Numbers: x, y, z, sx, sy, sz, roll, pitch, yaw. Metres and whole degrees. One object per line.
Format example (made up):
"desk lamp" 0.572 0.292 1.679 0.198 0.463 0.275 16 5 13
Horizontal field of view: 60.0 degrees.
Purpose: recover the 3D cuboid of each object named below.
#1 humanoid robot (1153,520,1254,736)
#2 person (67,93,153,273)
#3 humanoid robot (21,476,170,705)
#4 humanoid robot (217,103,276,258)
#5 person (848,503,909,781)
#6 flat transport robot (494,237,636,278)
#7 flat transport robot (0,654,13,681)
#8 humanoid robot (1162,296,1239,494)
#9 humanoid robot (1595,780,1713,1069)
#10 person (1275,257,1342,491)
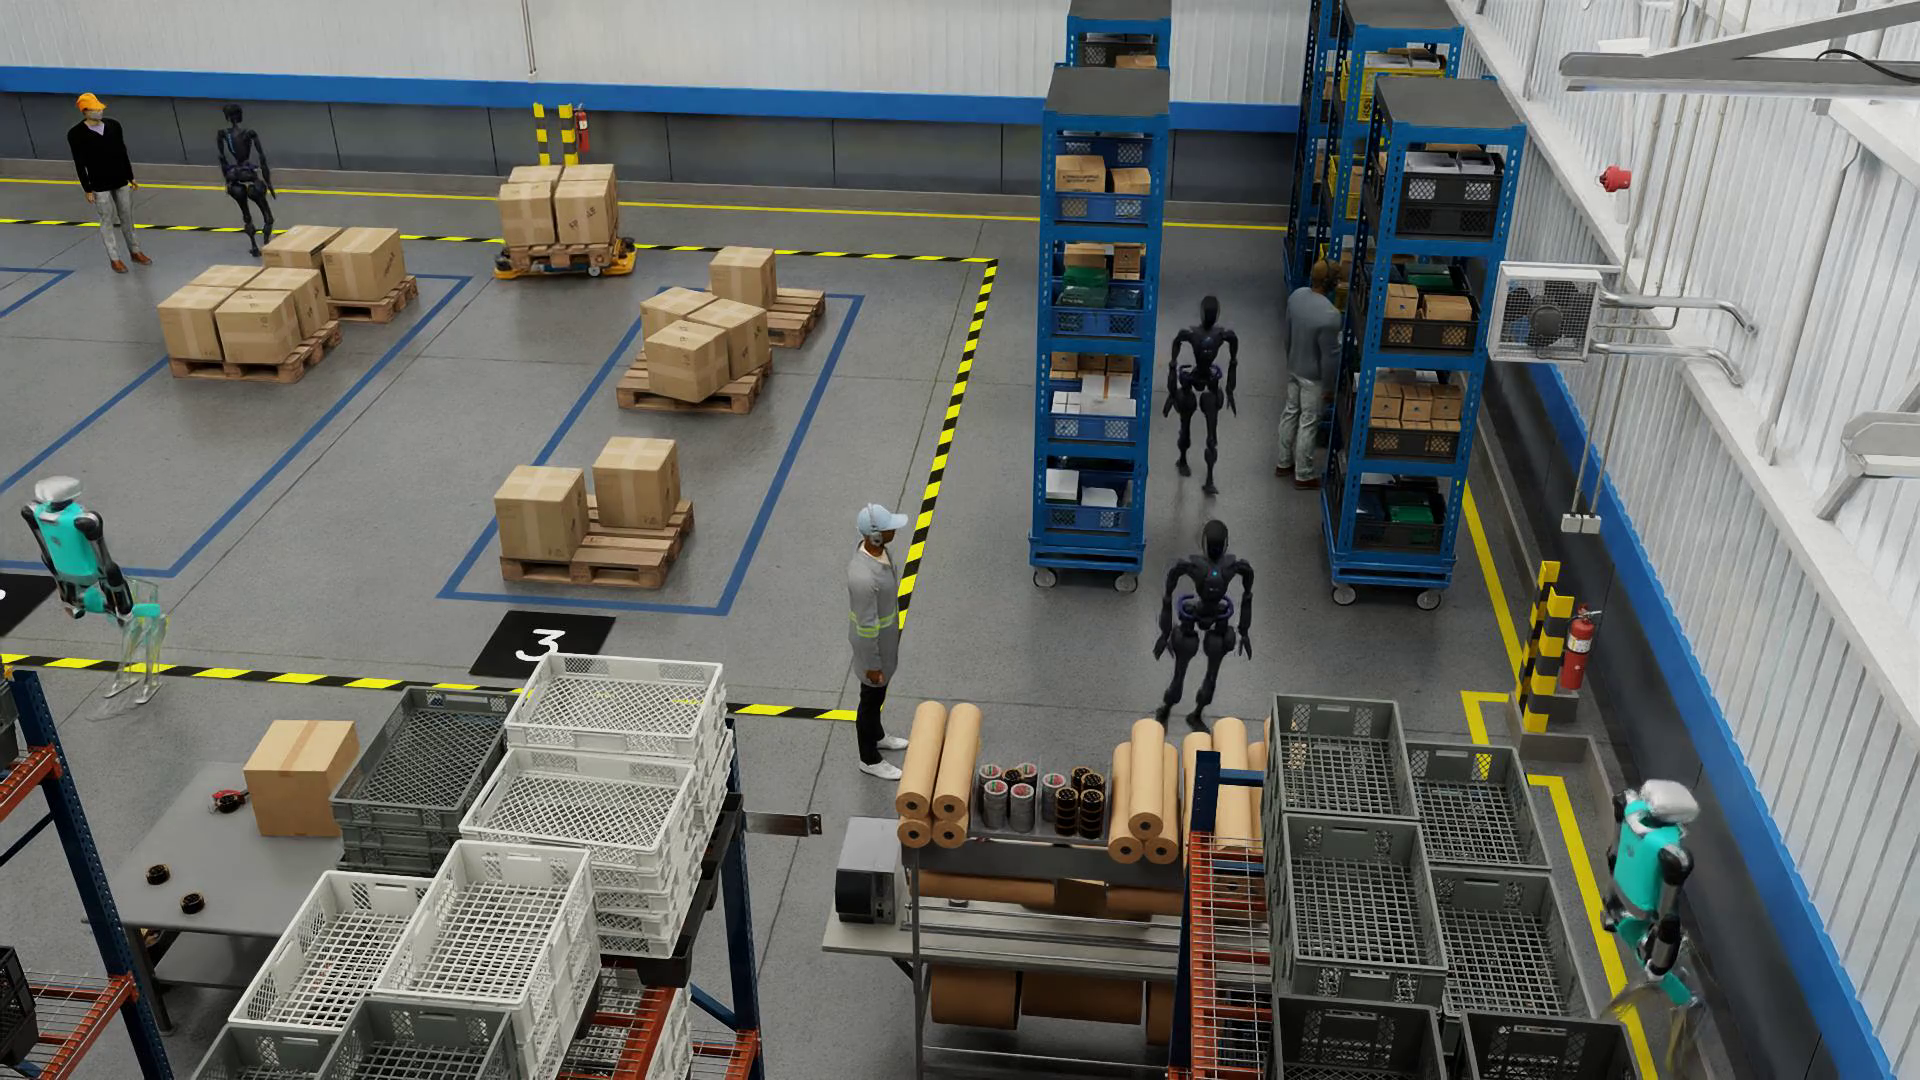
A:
"humanoid robot" 1.518 0.560 10.326 0.616 1.638 0.415 -1 30 -2
"person" -8.976 -3.773 17.548 0.369 1.883 0.590 18 35 29
"humanoid robot" -5.413 0.251 10.648 0.533 1.677 0.735 9 31 15
"humanoid robot" -7.685 -3.844 17.881 0.593 1.646 0.435 6 31 11
"person" -0.489 0.600 10.068 0.363 1.852 0.596 2 30 4
"flat transport robot" -4.236 -3.047 17.879 1.431 0.197 0.652 -3 30 -5
"flat transport robot" -7.142 0.969 11.010 1.431 0.231 0.659 3 30 6
"humanoid robot" 1.932 -1.169 13.305 0.601 1.628 0.712 -1 30 -2
"humanoid robot" 3.438 1.899 8.034 0.796 1.853 0.546 -5 31 -9
"person" 2.802 -1.334 13.306 0.371 1.938 0.628 -11 32 -18
